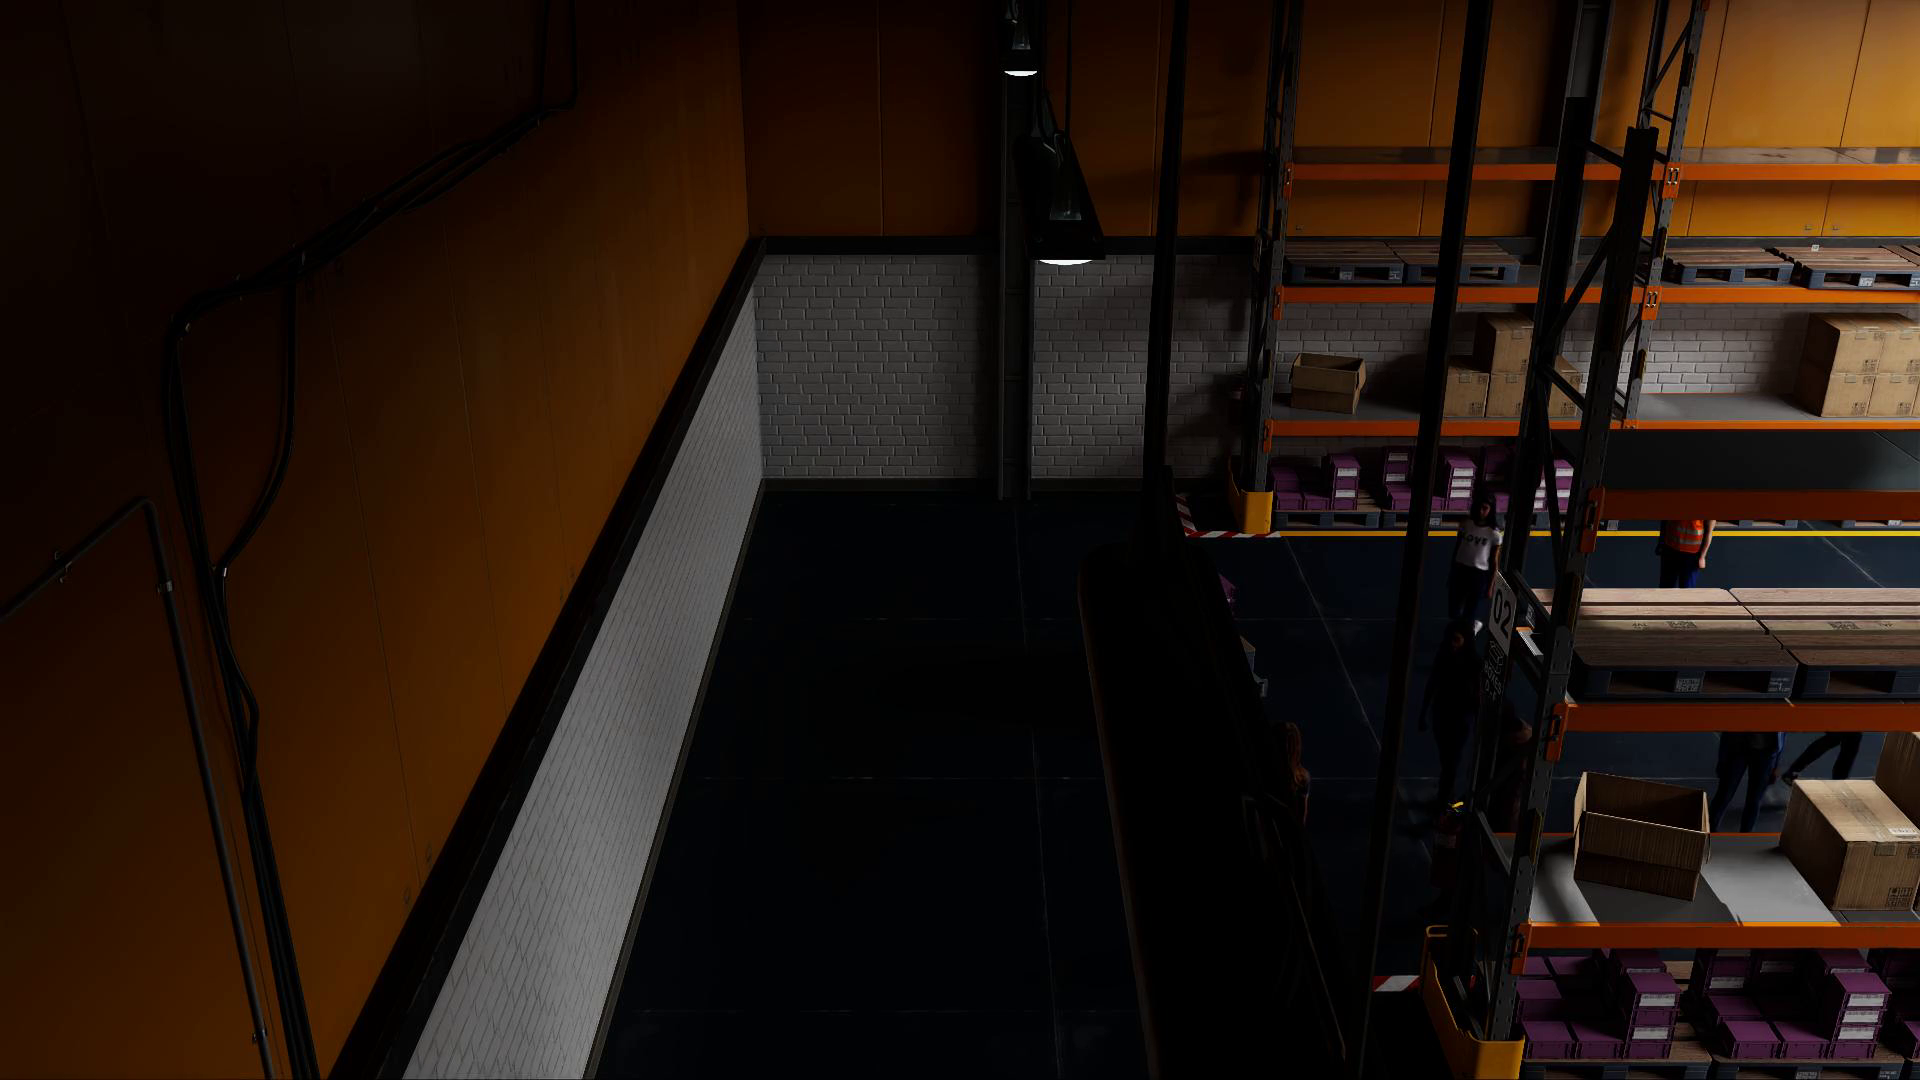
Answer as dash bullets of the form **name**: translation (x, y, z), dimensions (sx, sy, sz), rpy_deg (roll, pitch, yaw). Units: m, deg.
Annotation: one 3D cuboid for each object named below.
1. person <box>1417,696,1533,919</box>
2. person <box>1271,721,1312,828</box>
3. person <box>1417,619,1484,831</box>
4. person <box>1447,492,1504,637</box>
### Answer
- **person**: translation (3.857, 1.929, 11.811), dimensions (1.271, 1.802, 0.944), rpy_deg (-6, 24, -14)
- **person**: translation (2.181, 2.060, 11.607), dimensions (0.561, 1.725, 0.709), rpy_deg (6, 24, 14)
- **person**: translation (3.940, 1.381, 13.174), dimensions (0.910, 1.714, 0.950), rpy_deg (19, 30, 36)
- **person**: translation (4.775, 0.363, 15.449), dimensions (0.943, 1.758, 0.991), rpy_deg (20, 31, 38)
